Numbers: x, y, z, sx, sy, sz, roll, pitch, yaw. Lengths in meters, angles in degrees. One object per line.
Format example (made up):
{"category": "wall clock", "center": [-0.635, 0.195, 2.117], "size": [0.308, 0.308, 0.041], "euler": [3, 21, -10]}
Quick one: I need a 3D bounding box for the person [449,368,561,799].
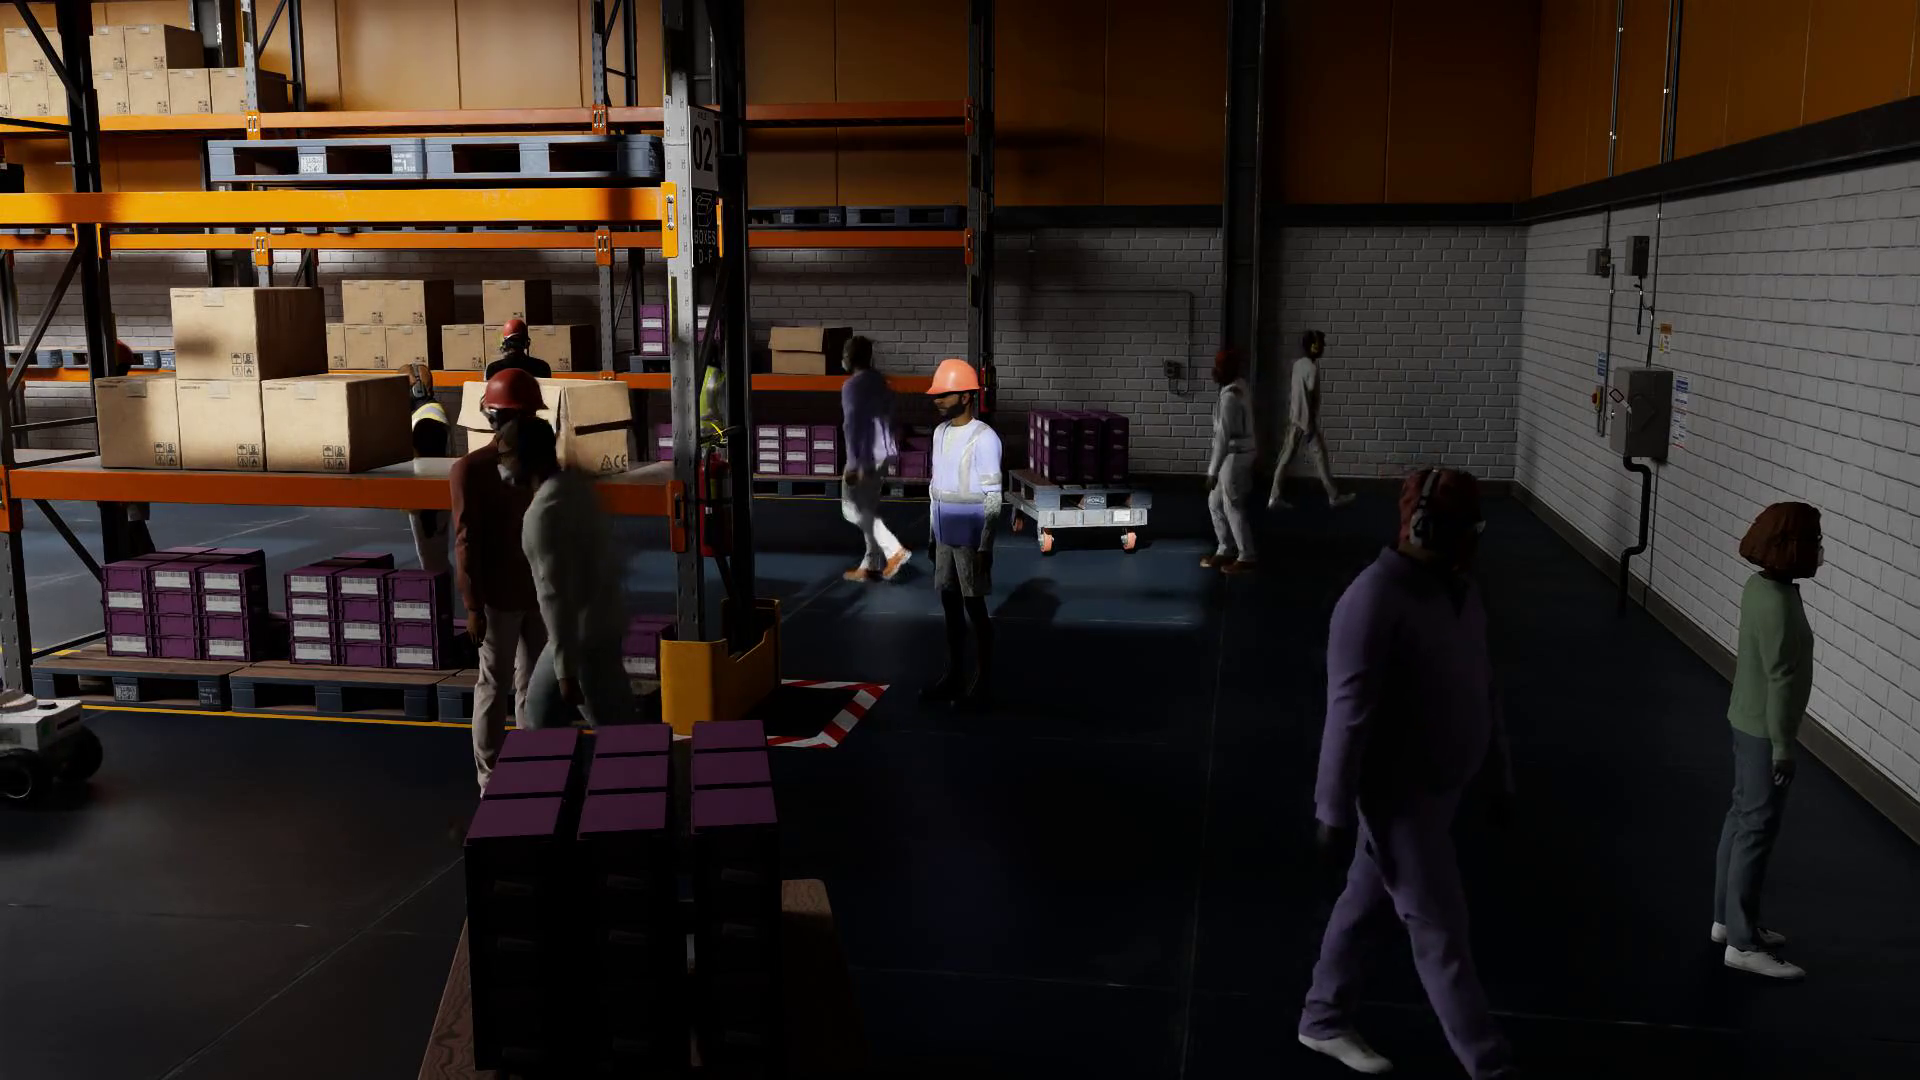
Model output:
{"category": "person", "center": [-1.949, 0.242, 7.320], "size": [0.375, 1.996, 0.611], "euler": [5, 11, 29]}

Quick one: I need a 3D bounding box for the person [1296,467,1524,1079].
{"category": "person", "center": [1.387, 0.726, 4.731], "size": [0.984, 1.852, 0.679], "euler": [8, 12, 39]}

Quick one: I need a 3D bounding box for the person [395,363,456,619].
{"category": "person", "center": [-3.424, -0.211, 10.641], "size": [0.429, 1.836, 0.626], "euler": [-3, 10, -19]}

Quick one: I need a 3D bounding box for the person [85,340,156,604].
{"category": "person", "center": [-5.988, -0.464, 11.883], "size": [0.551, 1.936, 0.357], "euler": [9, 12, 43]}

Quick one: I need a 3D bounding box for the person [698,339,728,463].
{"category": "person", "center": [-2.192, -0.830, 14.535], "size": [0.655, 1.834, 0.432], "euler": [5, 10, 27]}

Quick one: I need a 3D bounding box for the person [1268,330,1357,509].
{"category": "person", "center": [3.556, -1.214, 16.903], "size": [0.973, 1.820, 0.537], "euler": [-3, 10, -17]}

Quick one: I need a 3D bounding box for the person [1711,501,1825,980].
{"category": "person", "center": [2.804, 0.675, 5.757], "size": [0.276, 1.633, 0.507], "euler": [3, 10, 16]}

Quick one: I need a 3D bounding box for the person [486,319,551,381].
{"category": "person", "center": [-3.929, -0.971, 14.849], "size": [0.617, 1.993, 0.396], "euler": [-7, 11, -35]}

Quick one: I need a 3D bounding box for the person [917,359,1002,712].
{"category": "person", "center": [-0.013, -0.025, 9.159], "size": [0.364, 1.935, 0.553], "euler": [-7, 11, -36]}

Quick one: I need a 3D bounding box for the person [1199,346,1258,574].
{"category": "person", "center": [2.126, -0.619, 13.158], "size": [0.558, 1.832, 0.665], "euler": [2, 9, 11]}

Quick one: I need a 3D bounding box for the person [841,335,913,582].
{"category": "person", "center": [-0.658, -0.604, 12.774], "size": [0.553, 1.930, 0.659], "euler": [3, 10, 19]}

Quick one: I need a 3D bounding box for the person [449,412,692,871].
{"category": "person", "center": [-1.600, 0.425, 6.655], "size": [1.083, 1.845, 0.639], "euler": [-1, 9, -5]}

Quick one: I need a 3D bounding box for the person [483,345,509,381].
{"category": "person", "center": [-4.393, -1.144, 16.437], "size": [0.597, 1.833, 0.403], "euler": [3, 10, 17]}

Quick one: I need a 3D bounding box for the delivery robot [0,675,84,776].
{"category": "delivery robot", "center": [-4.436, 0.861, 7.635], "size": [0.707, 0.478, 0.477], "euler": [0, 9, 2]}
